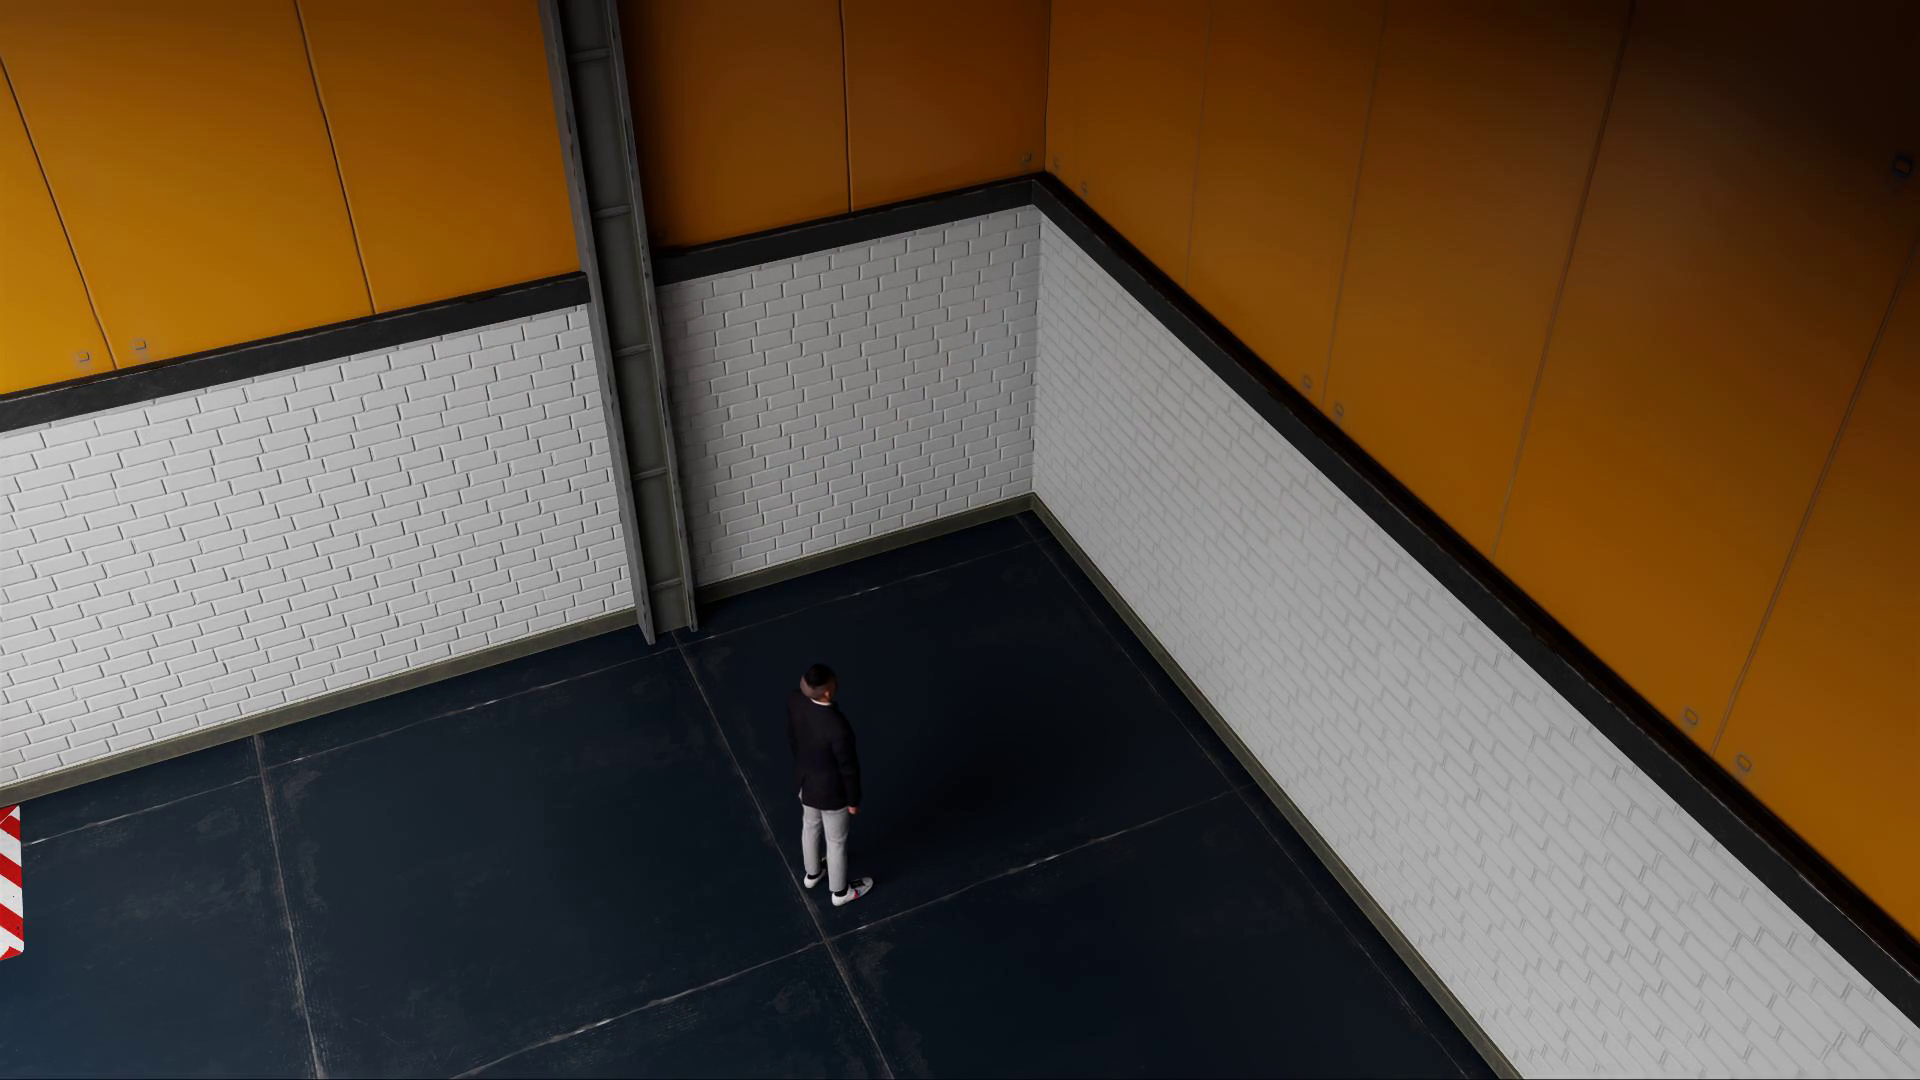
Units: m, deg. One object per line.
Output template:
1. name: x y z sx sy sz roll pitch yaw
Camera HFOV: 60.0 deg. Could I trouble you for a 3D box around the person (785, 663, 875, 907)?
1. person: -0.827 1.448 10.090 0.779 1.948 0.737 31 48 33
